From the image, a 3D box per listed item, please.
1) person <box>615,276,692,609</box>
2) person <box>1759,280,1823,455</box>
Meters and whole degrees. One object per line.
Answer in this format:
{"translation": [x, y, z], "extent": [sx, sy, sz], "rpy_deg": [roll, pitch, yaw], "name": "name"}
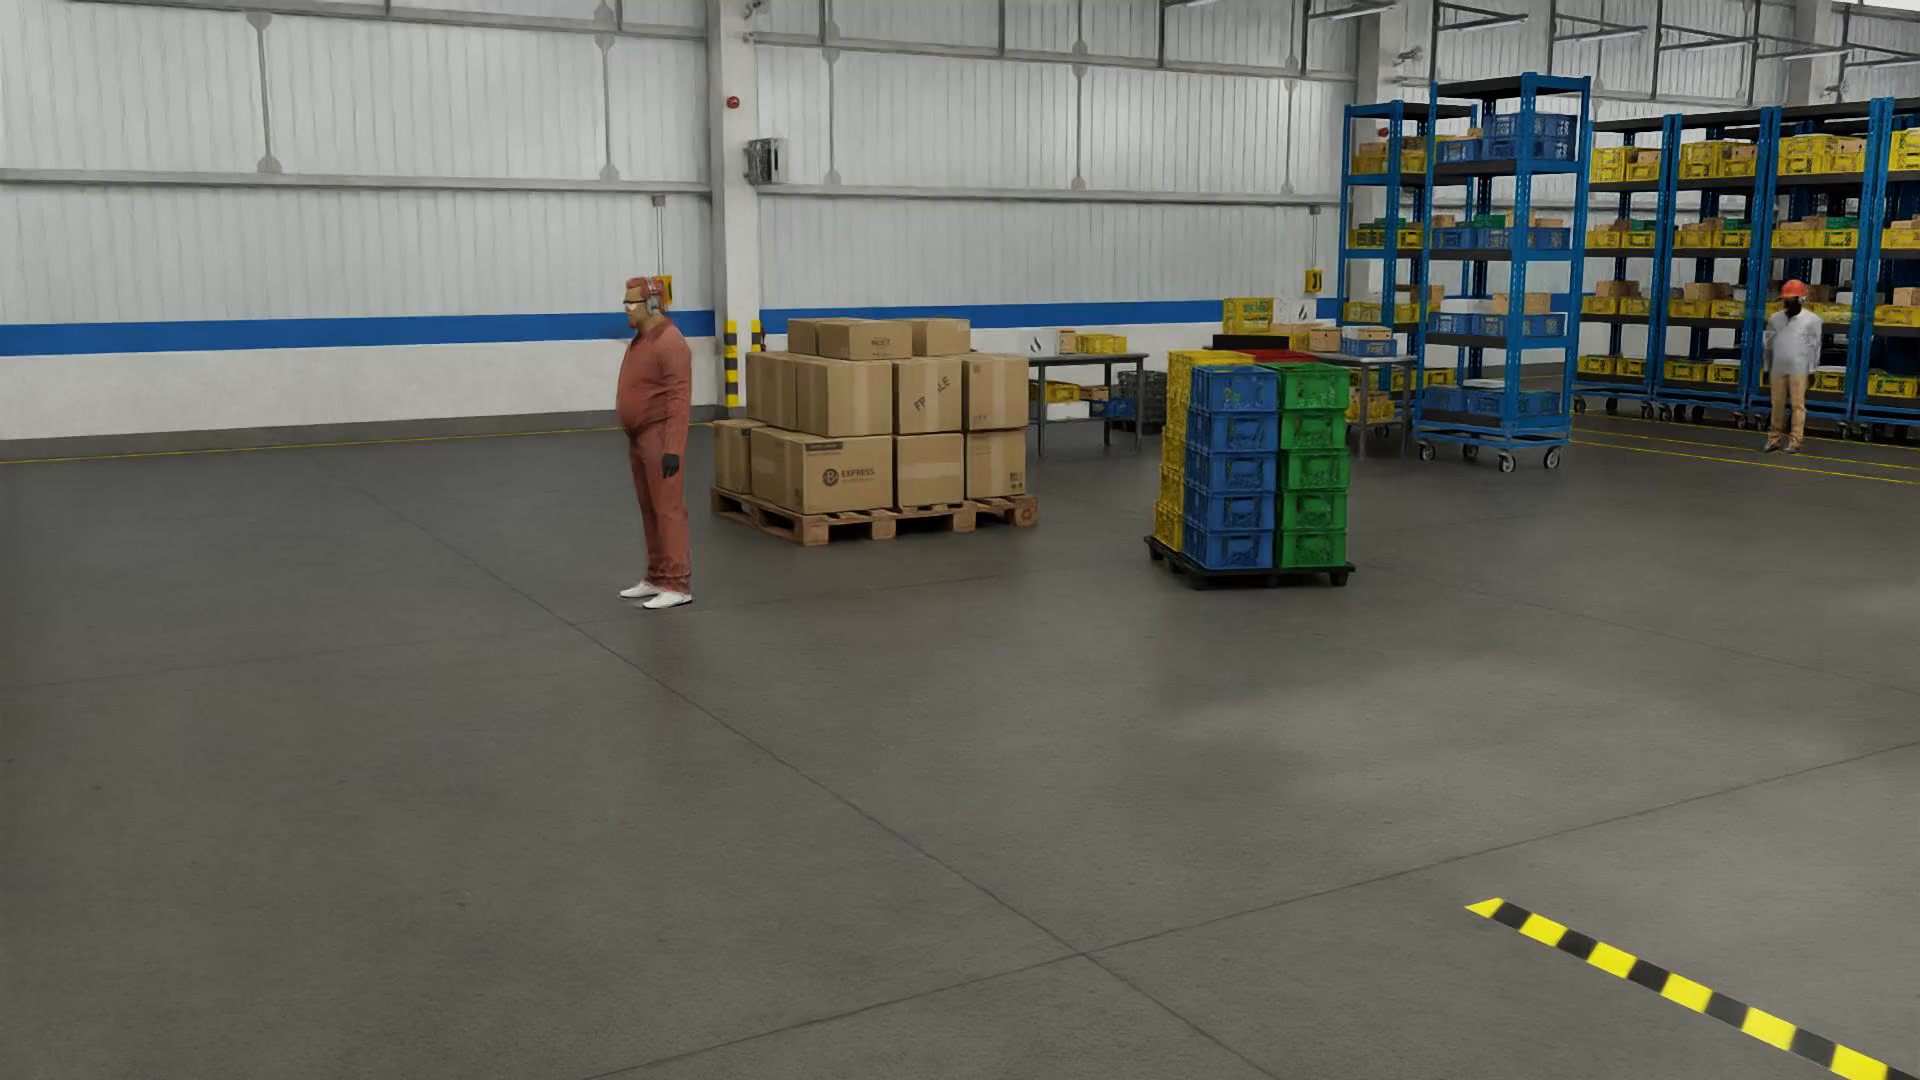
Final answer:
{"translation": [-1.782, -0.559, 9.602], "extent": [0.403, 1.904, 0.651], "rpy_deg": [-6, 12, -30], "name": "person"}
{"translation": [8.281, -1.715, 16.636], "extent": [0.416, 1.740, 0.573], "rpy_deg": [-7, 12, -33], "name": "person"}
